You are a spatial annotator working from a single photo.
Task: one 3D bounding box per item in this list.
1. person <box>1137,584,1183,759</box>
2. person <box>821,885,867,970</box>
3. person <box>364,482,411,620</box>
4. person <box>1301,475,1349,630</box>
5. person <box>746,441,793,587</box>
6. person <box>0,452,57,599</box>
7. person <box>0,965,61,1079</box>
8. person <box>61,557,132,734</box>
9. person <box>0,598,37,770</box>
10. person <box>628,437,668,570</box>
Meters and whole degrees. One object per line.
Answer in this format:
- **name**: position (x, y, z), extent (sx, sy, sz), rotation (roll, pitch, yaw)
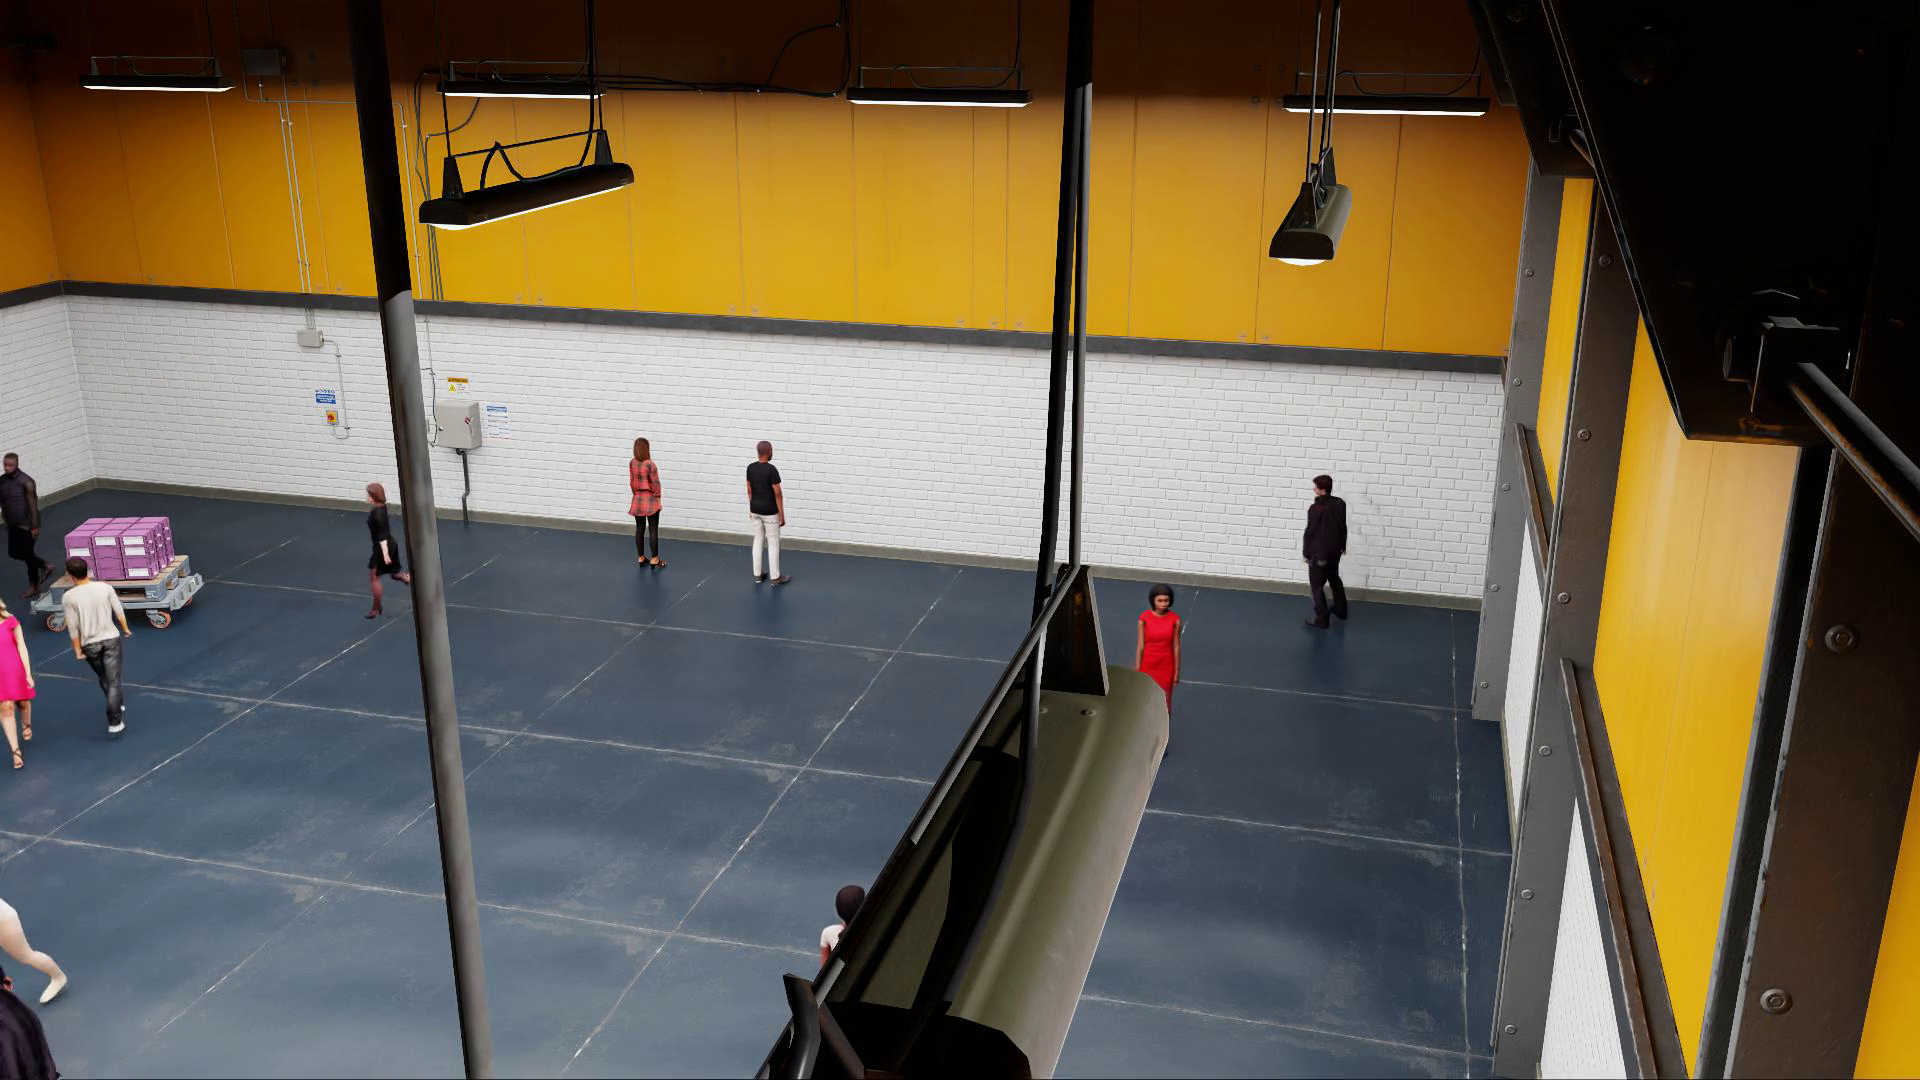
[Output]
- **person**: position (1.879, 1.235, 15.831), extent (0.604, 1.742, 0.559), rotation (1, 19, 4)
- **person**: position (-0.675, 2.981, 10.647), extent (0.618, 1.741, 0.565), rotation (1, 19, 4)
- **person**: position (-6.538, 0.145, 19.194), extent (0.945, 1.662, 1.081), rotation (-3, 19, -8)
- **person**: position (4.211, 0.139, 18.971), extent (0.884, 1.815, 0.979), rotation (-7, 20, -21)
- **person**: position (-2.390, -0.338, 20.406), extent (0.719, 1.803, 0.683), rotation (10, 21, 28)
- **person**: position (-11.177, -0.204, 19.996), extent (0.746, 1.811, 0.814), rotation (8, 20, 21)
- **person**: position (-6.497, 2.983, 10.851), extent (0.956, 1.608, 0.877), rotation (-12, 22, -33)
- **person**: position (-8.439, 1.062, 16.332), extent (1.151, 1.752, 1.232), rotation (-9, 21, -25)
- **person**: position (-9.035, 1.266, 15.825), extent (0.999, 1.688, 1.084), rotation (-9, 21, -25)
- **person**: position (-3.963, -0.477, 20.978), extent (0.663, 1.703, 0.632), rotation (10, 21, 28)
